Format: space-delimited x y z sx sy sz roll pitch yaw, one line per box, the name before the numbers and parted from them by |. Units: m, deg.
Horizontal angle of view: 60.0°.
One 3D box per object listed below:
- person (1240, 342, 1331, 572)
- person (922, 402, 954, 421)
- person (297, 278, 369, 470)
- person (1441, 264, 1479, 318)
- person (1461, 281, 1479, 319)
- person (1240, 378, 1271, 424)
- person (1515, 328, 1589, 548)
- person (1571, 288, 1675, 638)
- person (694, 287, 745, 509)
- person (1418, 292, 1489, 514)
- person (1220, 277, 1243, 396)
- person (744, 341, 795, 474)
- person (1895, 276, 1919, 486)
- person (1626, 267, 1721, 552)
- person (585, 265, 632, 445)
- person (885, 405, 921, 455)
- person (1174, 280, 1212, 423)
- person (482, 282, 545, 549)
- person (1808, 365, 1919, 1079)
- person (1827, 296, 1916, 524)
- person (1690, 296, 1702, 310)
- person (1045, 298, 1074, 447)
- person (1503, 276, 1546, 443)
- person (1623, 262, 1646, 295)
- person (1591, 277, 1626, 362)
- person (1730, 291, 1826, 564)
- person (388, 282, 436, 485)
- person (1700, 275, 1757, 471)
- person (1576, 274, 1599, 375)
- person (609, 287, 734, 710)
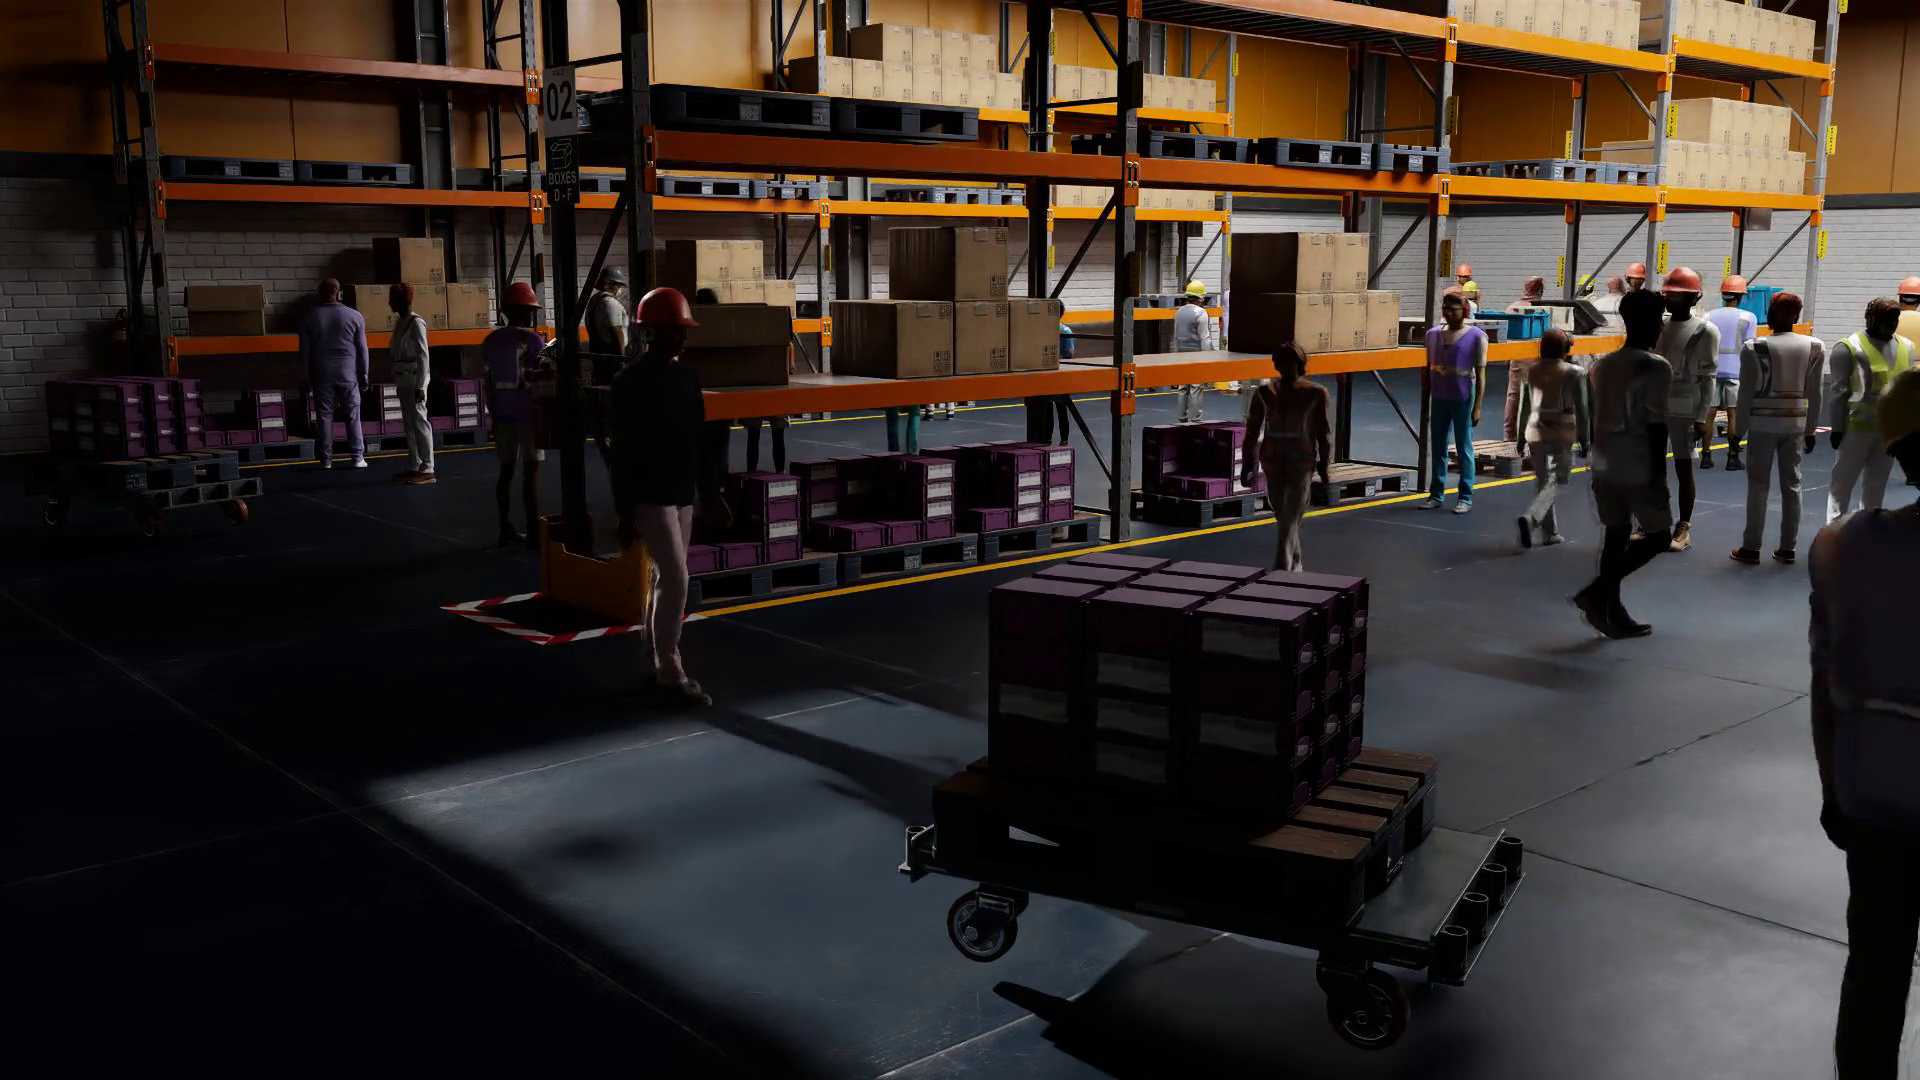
person | 2.060 -0.458 10.537 0.537 1.588 0.883 6 11 30
person | -0.287 -2.443 21.449 0.586 1.833 0.403 -2 10 -11
person | -6.227 -1.647 16.576 0.651 1.906 0.403 -3 10 -19
person | 7.858 -3.323 26.124 0.608 1.996 0.380 -1 10 -6
person | 7.717 -3.061 25.328 0.320 1.742 0.492 -4 11 -23
person | 3.516 -2.187 19.906 0.610 1.843 0.604 -2 10 -10
person | 4.252 -0.727 12.047 0.703 1.611 0.530 -9 13 -42
person | 3.639 -0.397 9.114 0.495 1.953 0.640 -3 10 -15
person | -2.056 -1.129 13.658 0.607 1.882 0.940 -2 10 -10
person | 4.101 -1.133 13.794 0.387 1.835 0.568 -8 13 -39
person | 4.234 -3.168 25.413 0.628 1.932 0.360 -8 13 -39
person | -1.746 -1.267 14.949 0.540 1.698 0.318 -1 10 -4
person | 8.771 -1.475 15.477 0.550 1.935 0.376 4 11 23
person | 5.137 -0.938 12.010 0.365 2.048 0.608 -6 11 -32
person | -3.853 -2.052 18.552 0.536 2.000 0.676 -7 12 -36
person | -0.607 -1.587 16.636 0.554 1.751 0.438 1 10 5
person | 2.839 -2.211 20.090 0.404 1.830 0.602 -5 11 -28
person | -3.203 -0.905 12.148 0.549 1.934 0.374 5 11 27
person | 2.117 0.569 3.659 0.470 1.889 0.633 -6 11 -30
person | 6.464 -0.797 11.788 0.626 1.843 0.430 -1 10 -7
person | 9.924 -2.762 23.120 0.655 1.896 0.955 -7 12 -35
person | 0.982 -1.717 17.592 0.318 1.700 0.535 -8 12 -38
person | 6.471 -2.032 18.865 0.395 1.900 0.645 -6 11 -32
person | 8.862 -2.635 21.960 0.608 2.044 0.372 -1 10 -5
person | 8.556 -2.504 21.799 0.656 1.835 0.964 7 12 36
person | 5.626 -0.764 11.473 0.582 1.884 0.351 0 10 1
person | -5.130 -1.458 15.535 0.337 1.882 0.584 -7 12 -36
person | 7.620 -1.659 16.554 0.547 1.938 0.379 8 13 41
person | 10.007 -3.329 26.638 0.404 1.829 0.600 0 10 3
person | -1.346 -0.201 7.907 0.527 1.985 0.635 4 10 21
